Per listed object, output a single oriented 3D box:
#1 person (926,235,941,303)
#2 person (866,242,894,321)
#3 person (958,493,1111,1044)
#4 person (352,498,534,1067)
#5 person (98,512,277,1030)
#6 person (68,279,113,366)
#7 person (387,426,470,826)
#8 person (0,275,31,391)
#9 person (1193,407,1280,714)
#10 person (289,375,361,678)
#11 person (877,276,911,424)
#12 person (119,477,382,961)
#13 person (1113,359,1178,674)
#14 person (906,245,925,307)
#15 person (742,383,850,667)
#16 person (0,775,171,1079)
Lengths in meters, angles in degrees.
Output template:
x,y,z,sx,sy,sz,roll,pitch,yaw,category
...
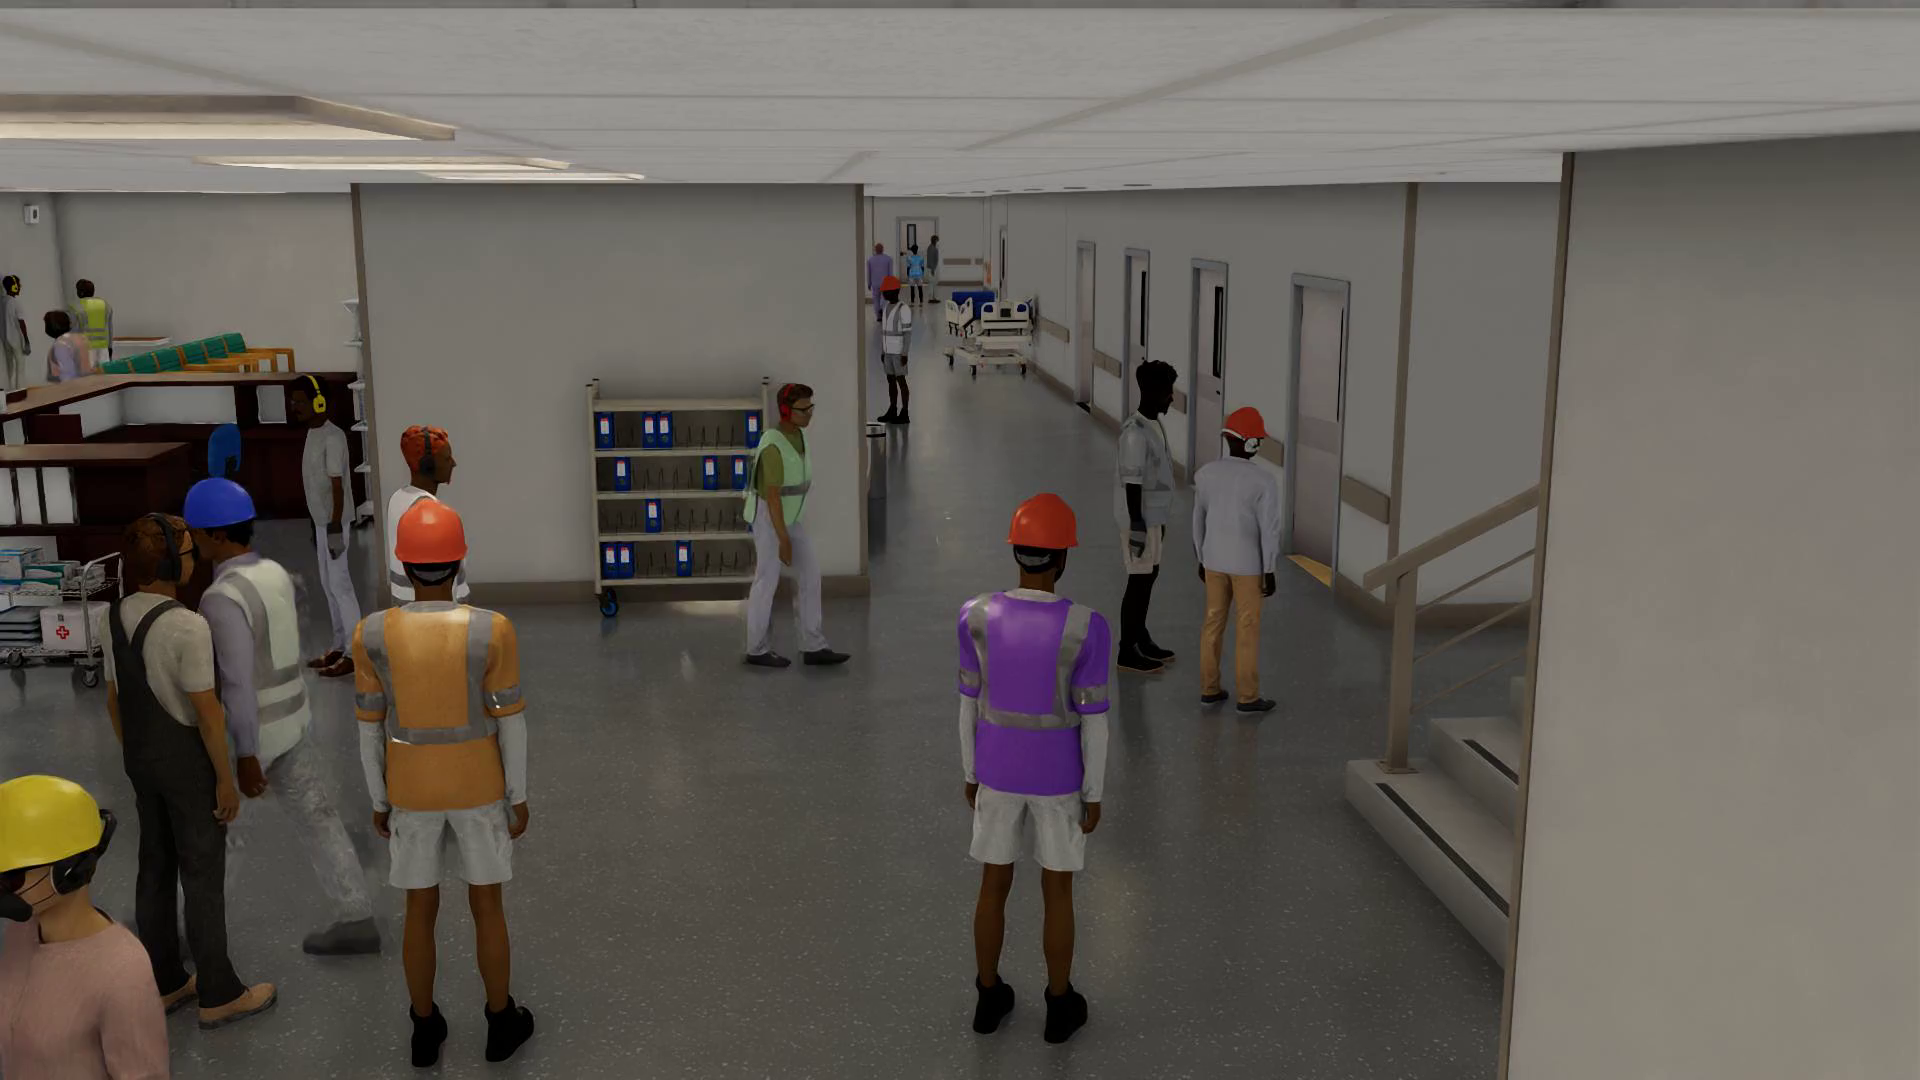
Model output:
x,y,z,sx,sy,sz,roll,pitch,yaw,category
-0.758,-7.683,47.194,0.386,1.928,0.641,1,12,5,person
-1.926,-6.206,40.038,0.663,1.894,0.514,2,12,9,person
0.260,0.794,5.767,0.541,1.931,0.376,4,12,18,person
-1.720,0.822,5.586,0.545,1.942,0.352,-1,12,-5,person
-2.751,0.813,5.864,0.505,1.846,0.346,5,13,24,person
-11.869,-2.634,22.719,0.429,1.846,0.627,6,13,28,person
-2.467,0.401,7.787,0.341,1.882,0.587,-8,14,-35,person
-13.357,-2.796,23.480,0.524,1.862,0.324,4,12,20,person
1.594,0.112,9.518,0.342,1.751,0.564,-11,16,-43,person
-3.898,-0.088,10.243,0.326,1.862,0.507,-8,14,-35,person
-0.873,-2.480,21.743,0.375,1.933,0.550,-9,14,-36,person
-2.730,0.696,6.329,1.012,1.889,0.643,0,12,1,person
1.148,-0.144,10.287,0.386,1.952,0.615,4,12,17,person
-1.221,-7.226,45.516,0.531,1.697,0.322,-4,12,-19,person
-1.016,-0.071,10.281,0.779,1.802,0.604,4,12,17,person
-1.840,1.338,3.498,0.525,1.769,0.315,8,14,33,person
